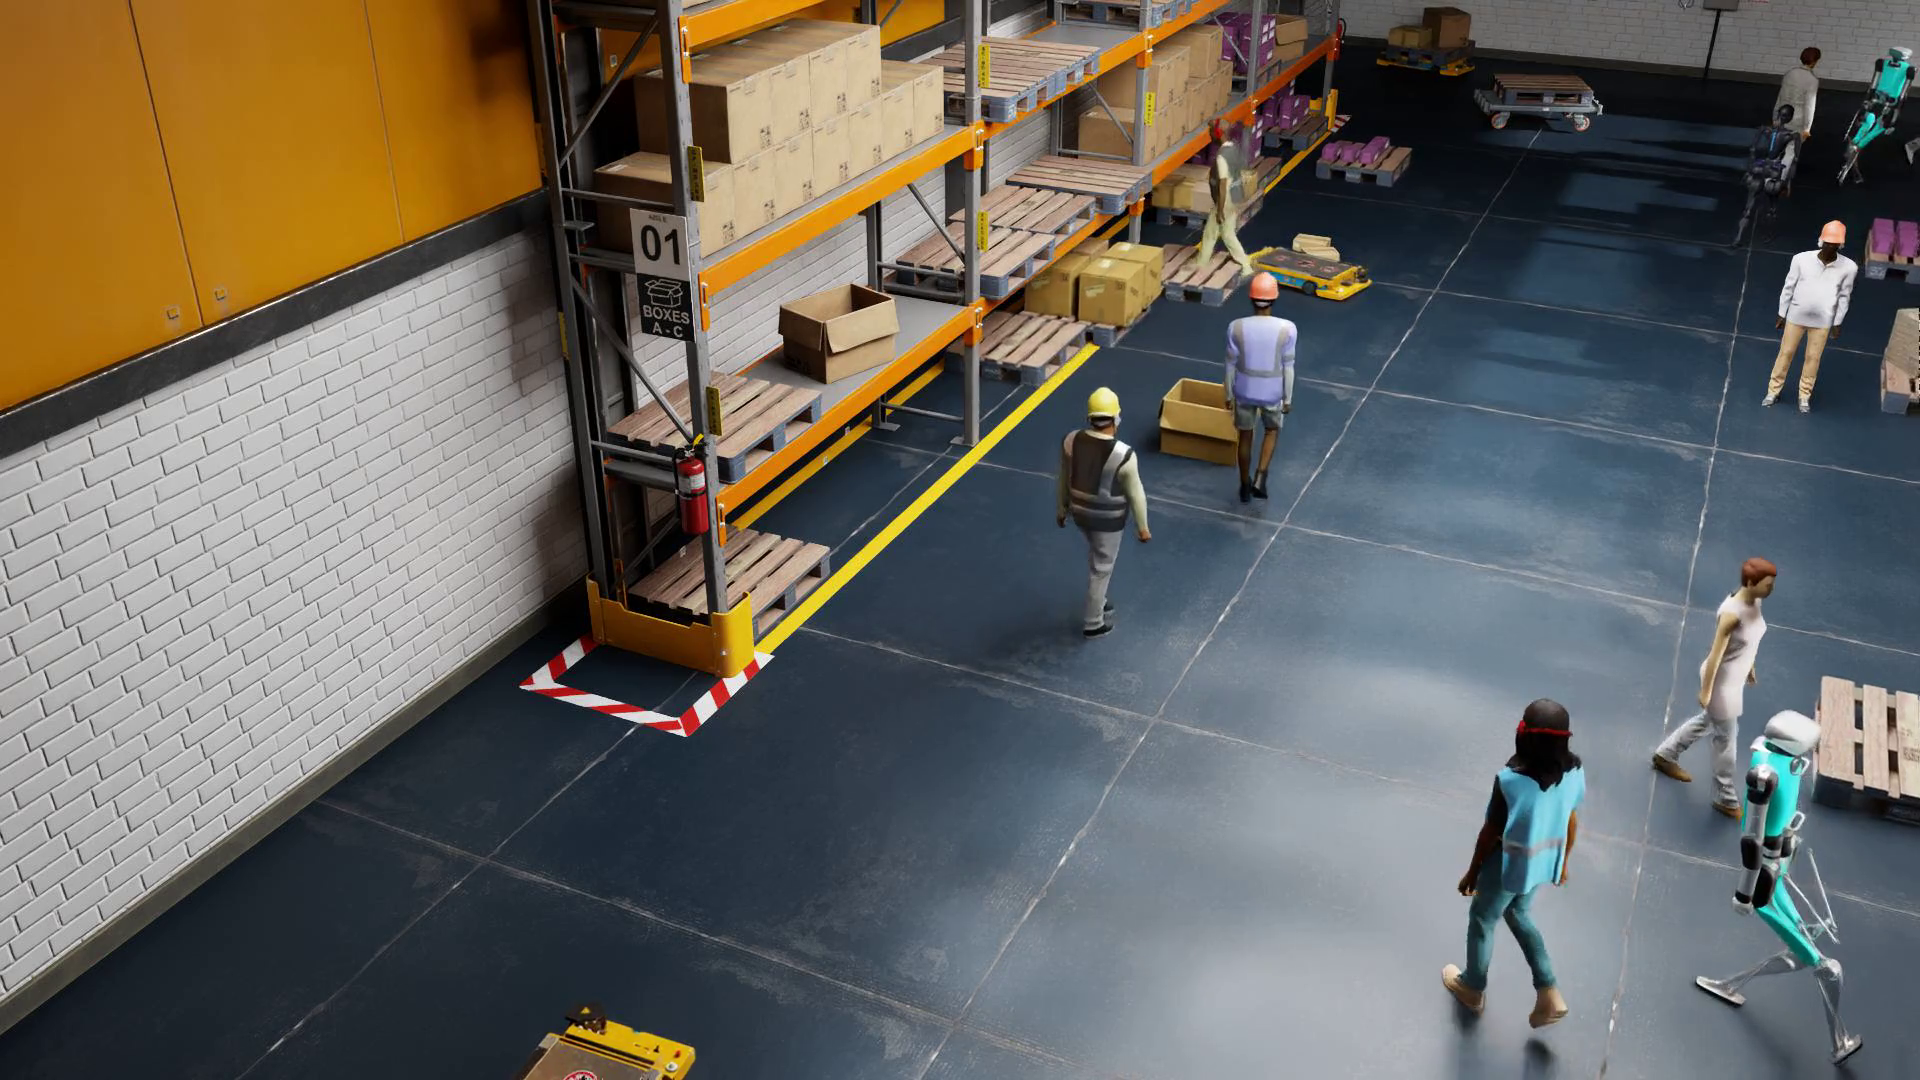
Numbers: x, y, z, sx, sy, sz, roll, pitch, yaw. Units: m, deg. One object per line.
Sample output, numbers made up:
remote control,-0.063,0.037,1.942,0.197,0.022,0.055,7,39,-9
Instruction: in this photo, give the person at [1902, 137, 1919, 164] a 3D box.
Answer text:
person,12.792,-5.673,21.553,0.630,1.880,0.653,15,32,25

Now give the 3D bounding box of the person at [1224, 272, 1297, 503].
person,2.352,-1.177,13.158,0.551,1.925,0.450,7,29,13

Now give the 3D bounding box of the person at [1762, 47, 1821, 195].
person,10.417,-5.243,20.833,0.389,1.816,0.521,-13,31,-22

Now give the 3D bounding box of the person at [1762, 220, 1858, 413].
person,7.608,-2.004,14.875,0.560,1.755,0.320,13,31,23

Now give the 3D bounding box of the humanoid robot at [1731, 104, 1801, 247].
humanoid robot,9.233,-4.166,19.029,0.793,1.632,0.588,-25,37,-38

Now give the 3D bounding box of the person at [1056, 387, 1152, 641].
person,1.007,-0.182,11.451,0.650,1.798,0.585,25,37,38

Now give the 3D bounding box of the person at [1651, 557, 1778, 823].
person,4.513,0.825,9.757,0.468,1.633,0.708,-25,37,-38

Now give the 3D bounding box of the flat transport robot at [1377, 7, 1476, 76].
flat transport robot,7.643,-7.842,27.270,1.431,0.231,0.659,22,35,35

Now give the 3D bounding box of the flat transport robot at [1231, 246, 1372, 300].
flat transport robot,3.700,-2.929,18.159,1.431,0.231,0.659,22,35,35

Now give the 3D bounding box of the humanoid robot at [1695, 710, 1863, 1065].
humanoid robot,4.156,1.716,8.021,0.951,1.779,0.551,22,35,35

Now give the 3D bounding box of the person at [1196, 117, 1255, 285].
person,2.836,-3.606,17.810,0.811,1.795,0.644,9,30,17

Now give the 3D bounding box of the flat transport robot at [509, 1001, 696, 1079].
flat transport robot,-1.862,2.739,7.650,0.659,0.231,1.431,11,30,19

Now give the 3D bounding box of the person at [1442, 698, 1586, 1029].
person,2.736,1.613,8.072,0.544,1.848,0.602,-10,30,-19

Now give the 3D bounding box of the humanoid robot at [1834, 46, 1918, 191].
humanoid robot,11.448,-5.292,21.029,0.944,1.783,0.553,-16,32,-27
